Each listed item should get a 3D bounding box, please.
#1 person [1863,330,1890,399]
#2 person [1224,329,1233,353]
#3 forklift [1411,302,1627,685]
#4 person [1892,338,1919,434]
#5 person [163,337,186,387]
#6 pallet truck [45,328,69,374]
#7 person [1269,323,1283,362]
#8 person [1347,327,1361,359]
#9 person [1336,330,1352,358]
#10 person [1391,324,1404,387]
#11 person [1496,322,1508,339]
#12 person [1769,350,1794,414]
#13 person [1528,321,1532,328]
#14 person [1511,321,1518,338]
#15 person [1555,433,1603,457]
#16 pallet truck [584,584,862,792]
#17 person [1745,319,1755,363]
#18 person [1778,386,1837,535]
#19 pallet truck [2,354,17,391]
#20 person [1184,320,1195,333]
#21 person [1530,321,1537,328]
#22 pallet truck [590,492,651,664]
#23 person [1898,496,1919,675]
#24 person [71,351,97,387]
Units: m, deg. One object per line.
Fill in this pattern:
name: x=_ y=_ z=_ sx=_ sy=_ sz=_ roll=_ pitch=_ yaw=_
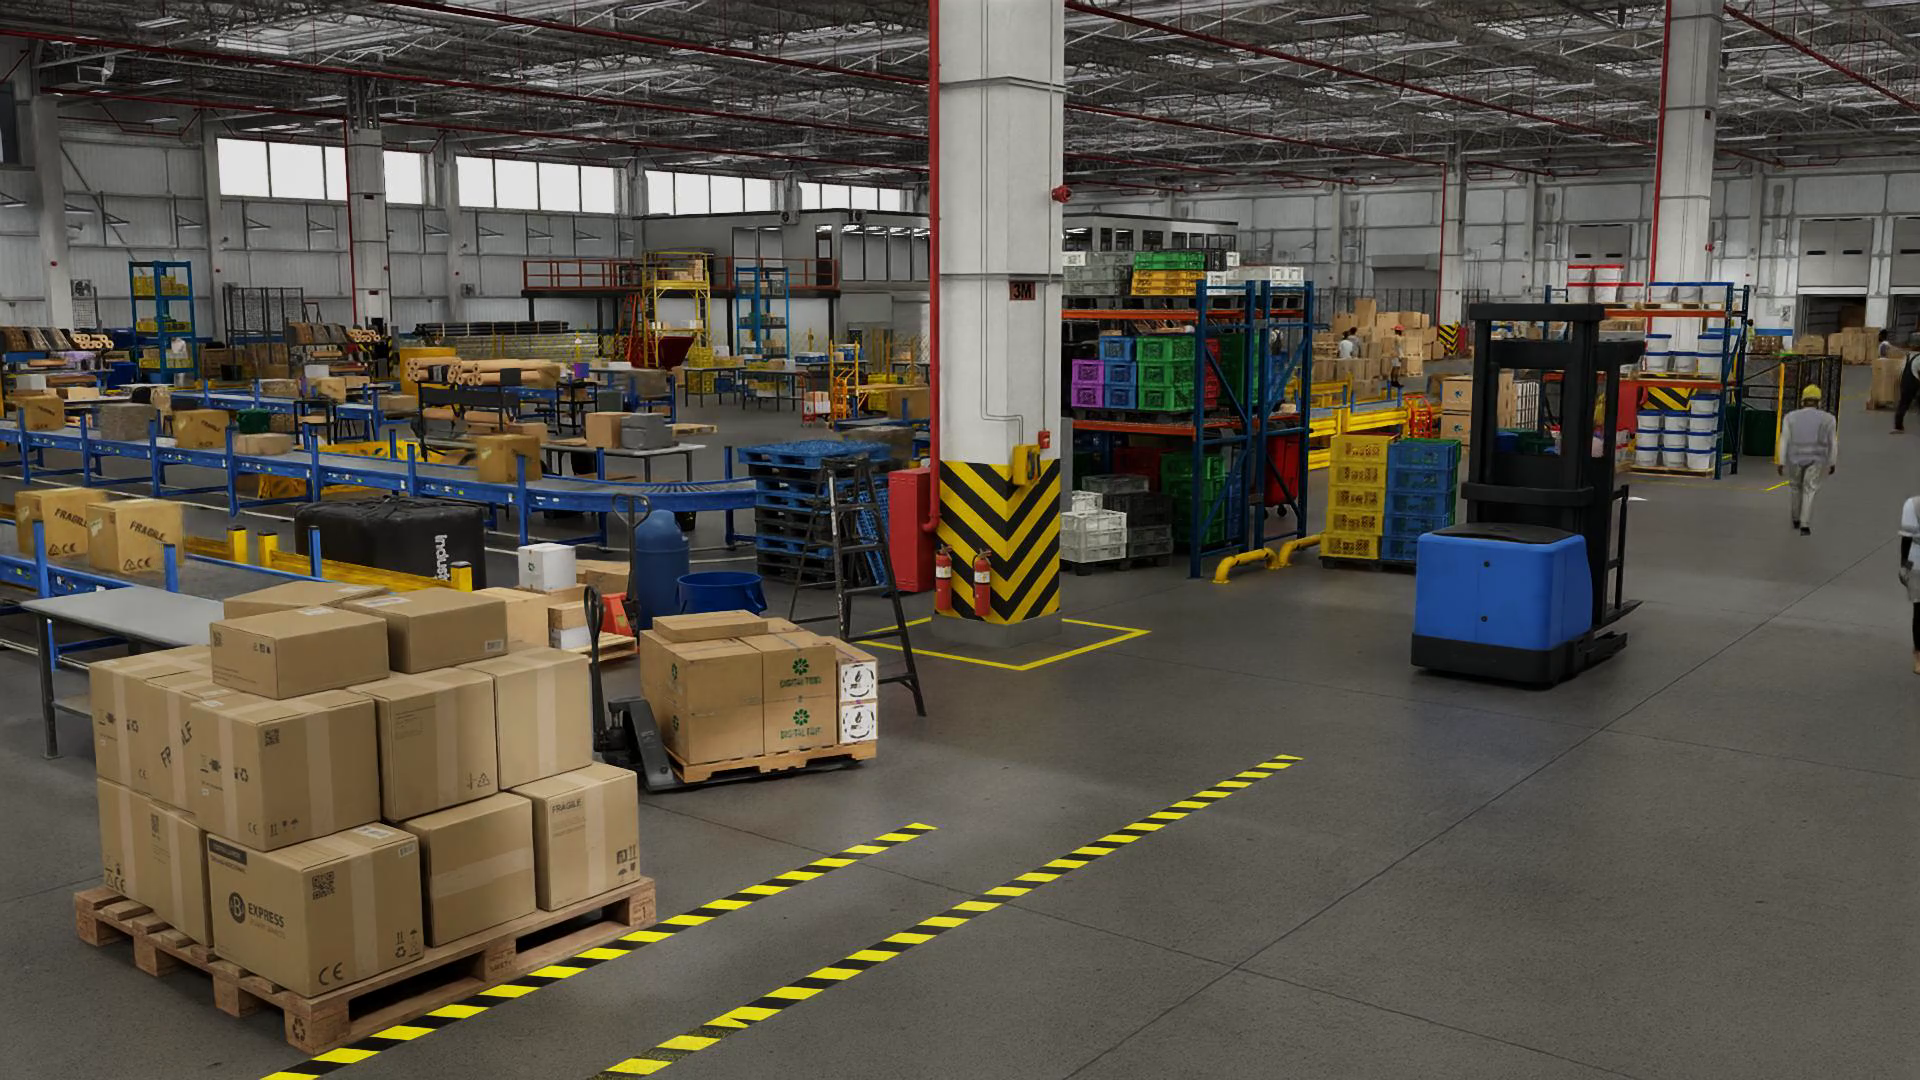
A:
person: x=25.197 y=-4.786 z=45.483 sx=0.645 sy=1.887 sz=0.611 roll=6 pitch=10 yaw=36
person: x=7.455 y=-4.927 z=46.180 sx=0.361 sy=1.963 sz=0.613 roll=0 pitch=8 yaw=3
forklift: x=4.379 y=-0.438 z=12.852 sx=1.129 sy=2.768 sz=1.873 roll=7 pitch=11 yaw=37
person: x=19.716 y=-3.177 z=34.134 sx=1.029 sy=2.000 sz=0.700 roll=-2 pitch=9 yaw=-10
person: x=-22.188 y=-4.982 z=46.953 sx=0.665 sy=1.849 sz=1.013 roll=-3 pitch=9 yaw=-20
pallet truck: x=-23.775 y=-4.544 z=43.495 sx=1.885 sy=1.965 sz=0.823 roll=6 pitch=10 yaw=35
person: x=11.397 y=-6.913 z=59.970 sx=0.506 sy=1.847 sz=0.344 roll=-4 pitch=9 yaw=-24
person: x=12.150 y=-5.658 z=51.451 sx=0.533 sy=1.864 sz=0.310 roll=3 pitch=9 yaw=18
person: x=11.250 y=-5.201 z=48.504 sx=0.514 sy=1.829 sz=0.945 roll=-7 pitch=11 yaw=-38
person: x=13.534 y=-5.689 z=51.415 sx=0.363 sy=1.934 sz=0.552 roll=-1 pitch=9 yaw=-10
person: x=22.782 y=-8.338 z=70.016 sx=0.498 sy=1.709 sz=0.633 roll=4 pitch=9 yaw=26
person: x=17.061 y=-3.070 z=34.477 sx=0.534 sy=1.725 sz=0.917 roll=-2 pitch=9 yaw=-11
person: x=27.206 y=-9.779 z=79.047 sx=0.620 sy=1.924 sz=0.457 roll=-7 pitch=11 yaw=-38
person: x=26.347 y=-9.765 z=78.923 sx=0.378 sy=1.928 sz=0.585 roll=3 pitch=9 yaw=19
person: x=6.460 y=-0.558 z=17.413 sx=0.547 sy=1.752 sz=0.436 roll=8 pitch=12 yaw=43
pallet truck: x=-1.426 y=0.805 z=10.019 sx=1.601 sy=1.201 sz=0.680 roll=-4 pitch=9 yaw=-26
person: x=32.644 y=-8.221 z=68.810 sx=0.623 sy=1.844 sz=0.429 roll=-7 pitch=11 yaw=-40
person: x=10.272 y=-0.973 z=20.148 sx=0.618 sy=1.776 sz=0.965 roll=5 pitch=10 yaw=32
pallet truck: x=-24.881 y=-4.417 z=42.634 sx=1.885 sy=1.965 sz=0.823 roll=8 pitch=11 yaw=41
person: x=9.487 y=-8.268 z=69.159 sx=0.585 sy=1.844 sz=0.997 roll=3 pitch=9 yaw=20
person: x=20.533 y=-6.911 z=59.682 sx=0.436 sy=1.924 sz=0.662 roll=6 pitch=11 yaw=37
pallet truck: x=-3.115 y=0.344 z=12.883 sx=0.653 sy=1.274 sz=1.630 roll=7 pitch=11 yaw=37
person: x=7.272 y=0.234 z=12.379 sx=0.539 sy=1.663 sz=0.798 roll=4 pitch=9 yaw=27
person: x=-19.578 y=-3.616 z=37.291 sx=0.617 sy=1.990 sz=1.041 roll=0 pitch=8 yaw=3
